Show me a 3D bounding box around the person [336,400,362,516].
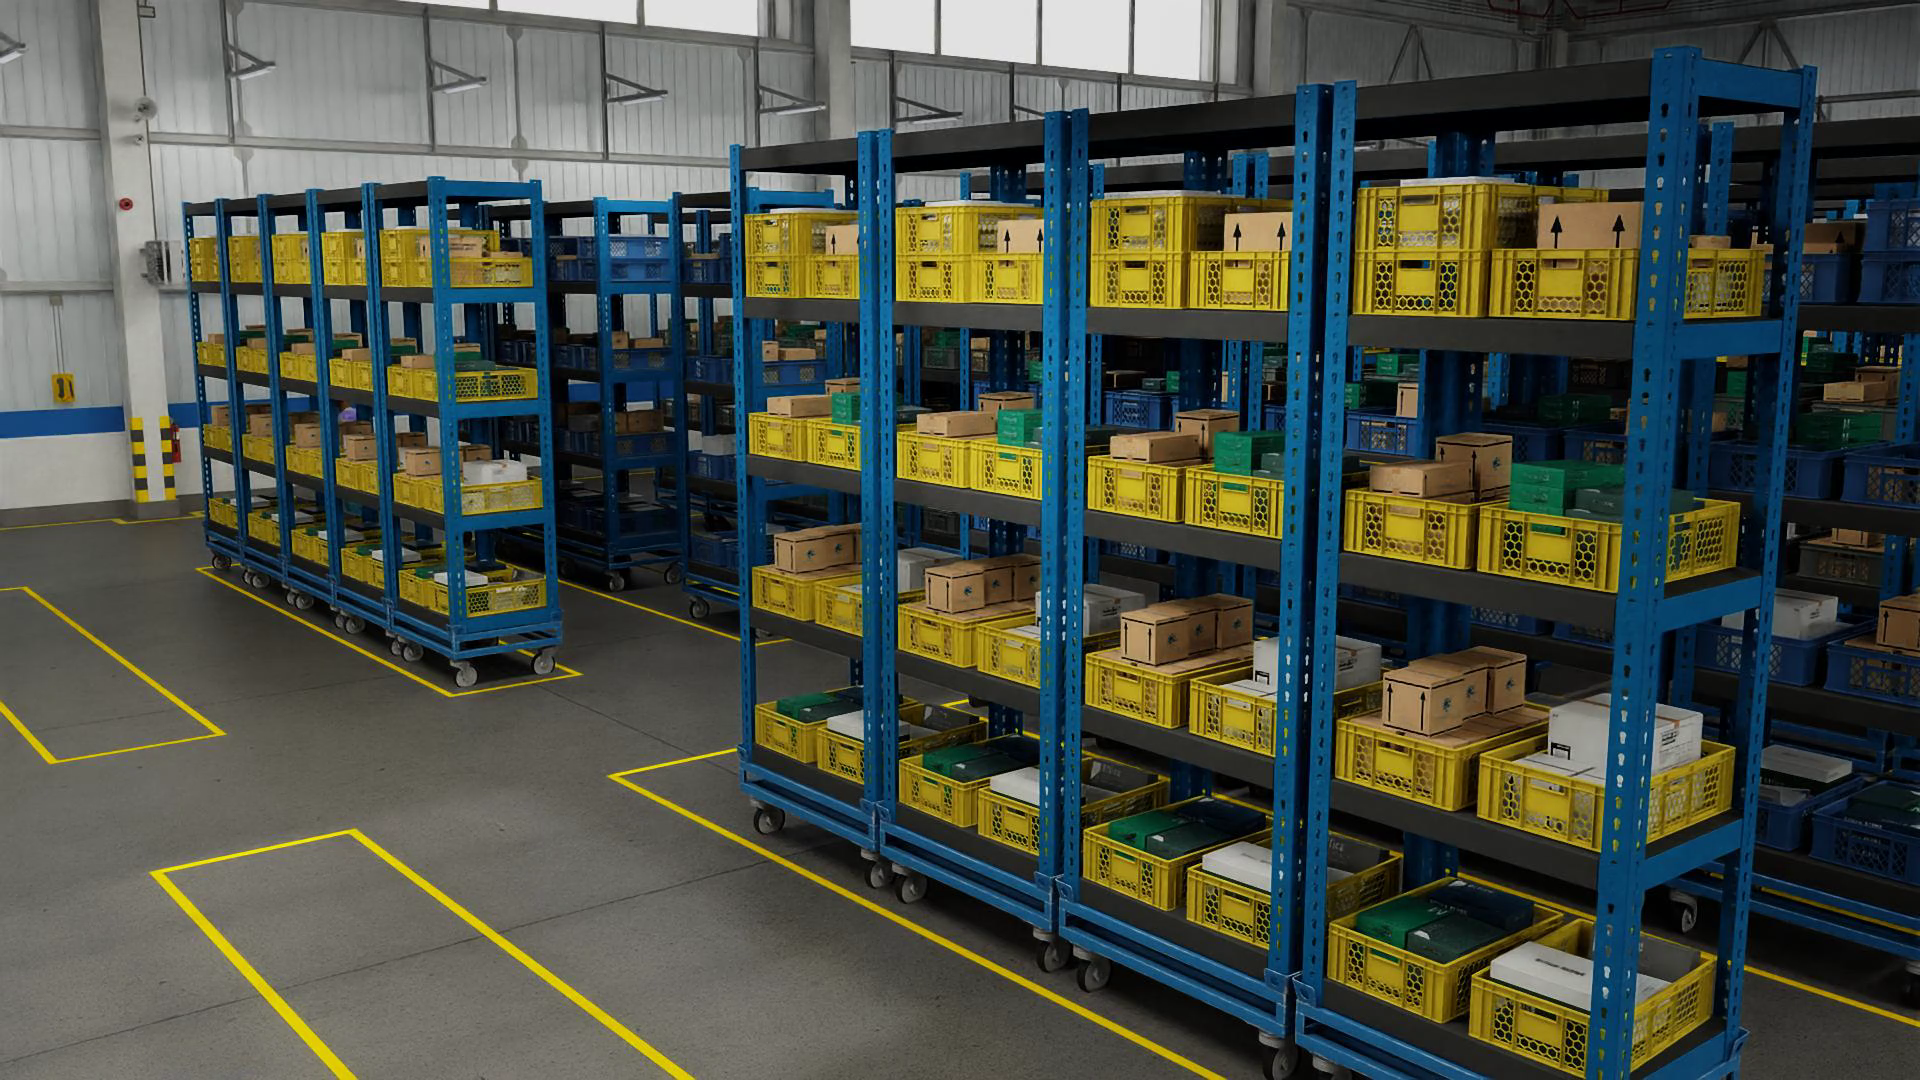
[{"bbox_3d":[-6.164,-0.690,16.843,0.395,1.847,0.564,-2,10,-13],"label":"person"}]
